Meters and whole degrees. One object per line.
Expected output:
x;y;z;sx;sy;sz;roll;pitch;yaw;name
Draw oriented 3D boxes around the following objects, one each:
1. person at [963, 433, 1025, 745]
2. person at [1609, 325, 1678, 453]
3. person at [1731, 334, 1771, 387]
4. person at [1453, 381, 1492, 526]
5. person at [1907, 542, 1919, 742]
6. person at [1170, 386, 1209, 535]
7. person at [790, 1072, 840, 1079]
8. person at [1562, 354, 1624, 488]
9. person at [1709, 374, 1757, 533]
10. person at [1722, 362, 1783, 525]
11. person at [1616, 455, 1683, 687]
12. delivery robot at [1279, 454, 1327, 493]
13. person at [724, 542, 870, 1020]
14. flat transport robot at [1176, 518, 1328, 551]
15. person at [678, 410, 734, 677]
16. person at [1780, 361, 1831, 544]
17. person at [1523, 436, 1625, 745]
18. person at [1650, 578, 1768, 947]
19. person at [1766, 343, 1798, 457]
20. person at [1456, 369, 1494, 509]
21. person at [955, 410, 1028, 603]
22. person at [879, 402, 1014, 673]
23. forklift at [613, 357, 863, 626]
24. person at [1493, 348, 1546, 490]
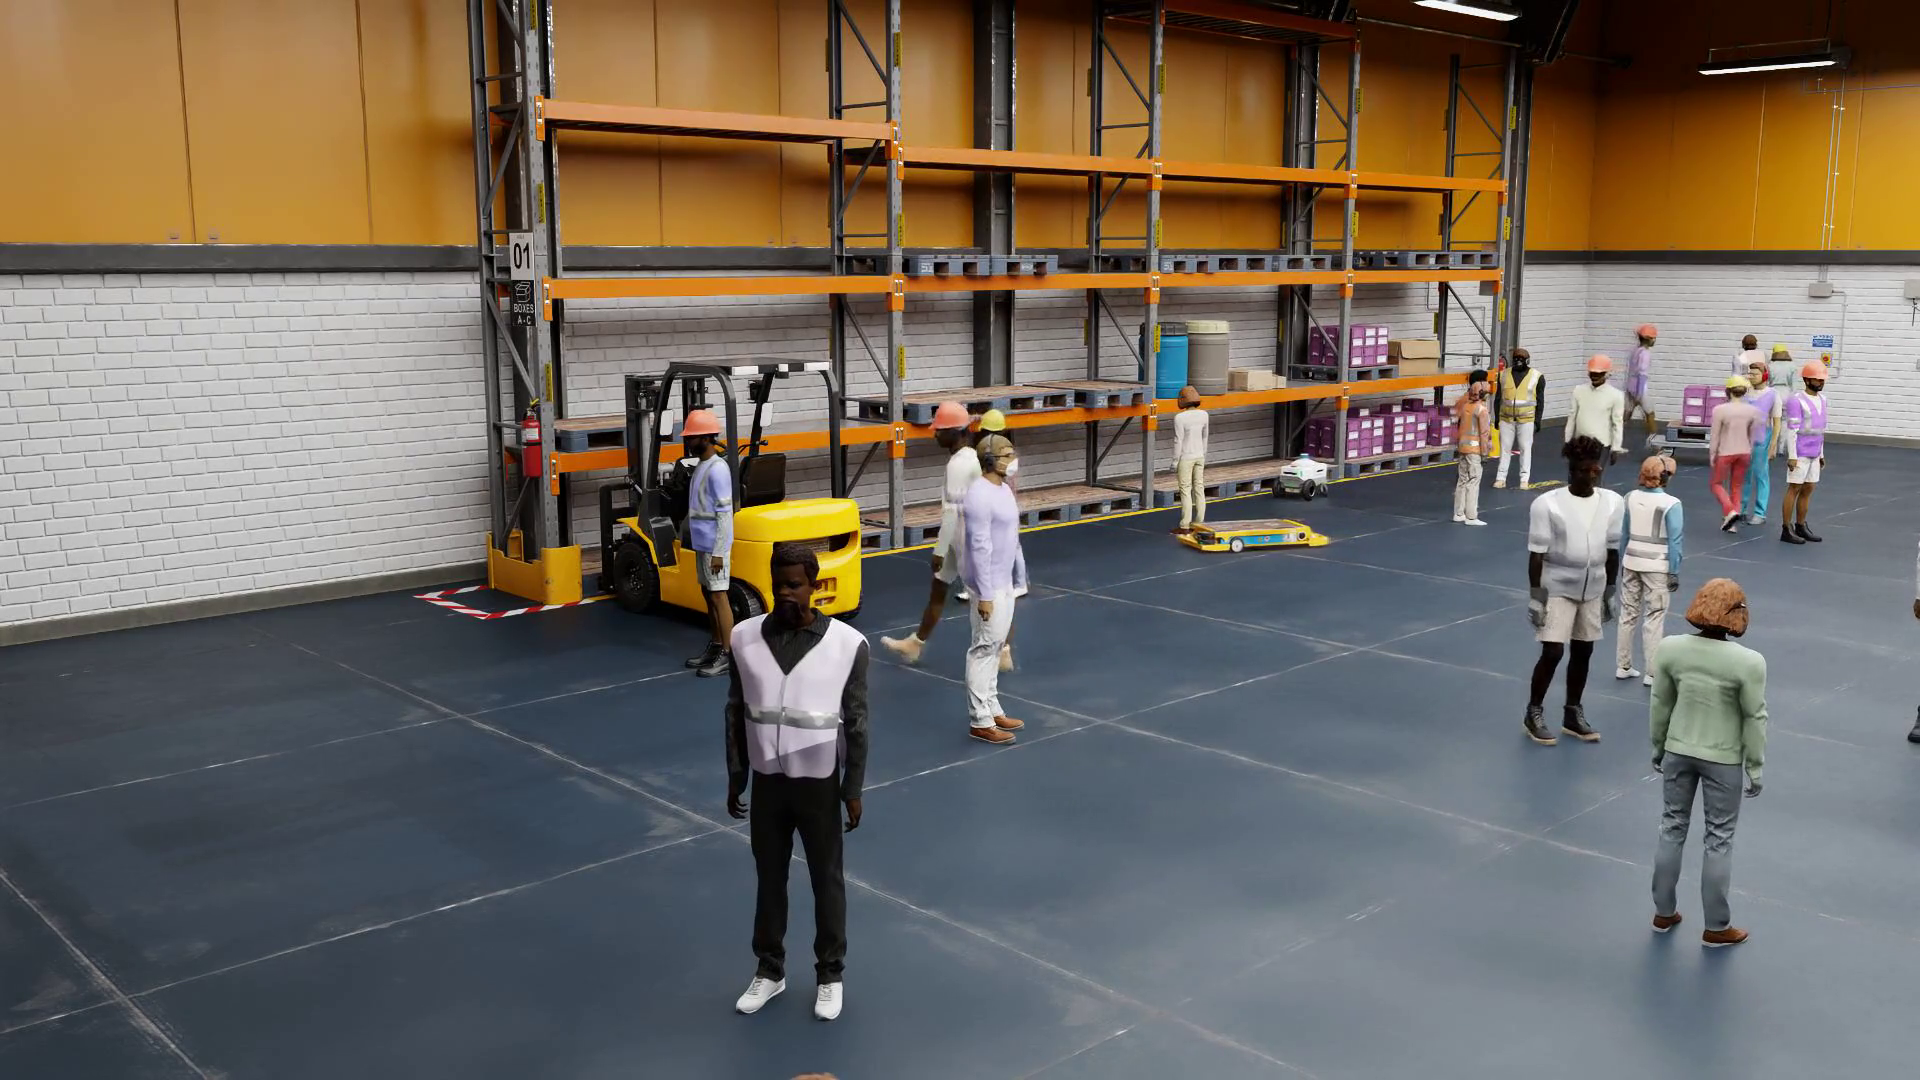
0.211;0.298;10.434;0.372;1.940;0.631;2;10;14;person
10.470;-2.293;25.461;1.026;1.986;0.614;0;10;1;person
12.090;-2.235;25.560;0.622;1.840;0.430;-2;10;-9;person
5.813;-0.978;18.820;0.317;1.630;0.510;-2;10;-11;person
6.196;0.331;10.248;0.551;1.933;0.376;6;11;32;person
2.496;-0.863;18.125;0.498;1.633;0.284;-8;12;-38;person
-0.263;1.723;2.971;0.278;1.636;0.505;-5;11;-25;person
6.972;-1.064;18.301;0.743;1.974;0.643;-8;12;-38;person
8.448;-0.931;18.182;0.532;1.756;0.481;-1;10;-3;person
9.029;-1.095;18.853;0.392;1.847;0.563;-4;10;-22;person
4.879;0.216;11.787;0.315;1.640;0.515;-5;11;-25;person
4.312;-0.843;20.885;0.477;0.478;0.707;8;12;38;delivery robot
-0.652;0.951;6.663;0.592;1.922;0.392;2;10;12;person
3.057;-0.062;17.418;1.431;0.197;0.652;-3;10;-16;flat transport robot
-1.834;0.025;12.036;0.372;1.934;0.551;-4;10;-22;person
8.974;-0.926;17.605;0.551;1.937;0.357;-5;11;-29;person
3.804;0.318;10.315;0.614;1.946;0.442;-1;10;-8;person
3.303;0.974;7.368;0.268;1.632;0.507;-8;12;-39;person
12.459;-2.138;25.385;0.490;1.701;0.749;2;10;14;person
6.197;-1.201;19.963;0.503;1.681;0.536;-2;10;-11;person
0.293;-0.288;14.497;0.854;1.711;0.542;-9;13;-41;person
-0.084;-0.005;12.069;1.042;1.981;0.632;1;10;6;person
-1.847;-0.414;13.852;1.214;2.155;2.313;-9;13;-42;forklift
7.263;-1.573;21.672;0.619;1.845;0.430;6;11;30;person
